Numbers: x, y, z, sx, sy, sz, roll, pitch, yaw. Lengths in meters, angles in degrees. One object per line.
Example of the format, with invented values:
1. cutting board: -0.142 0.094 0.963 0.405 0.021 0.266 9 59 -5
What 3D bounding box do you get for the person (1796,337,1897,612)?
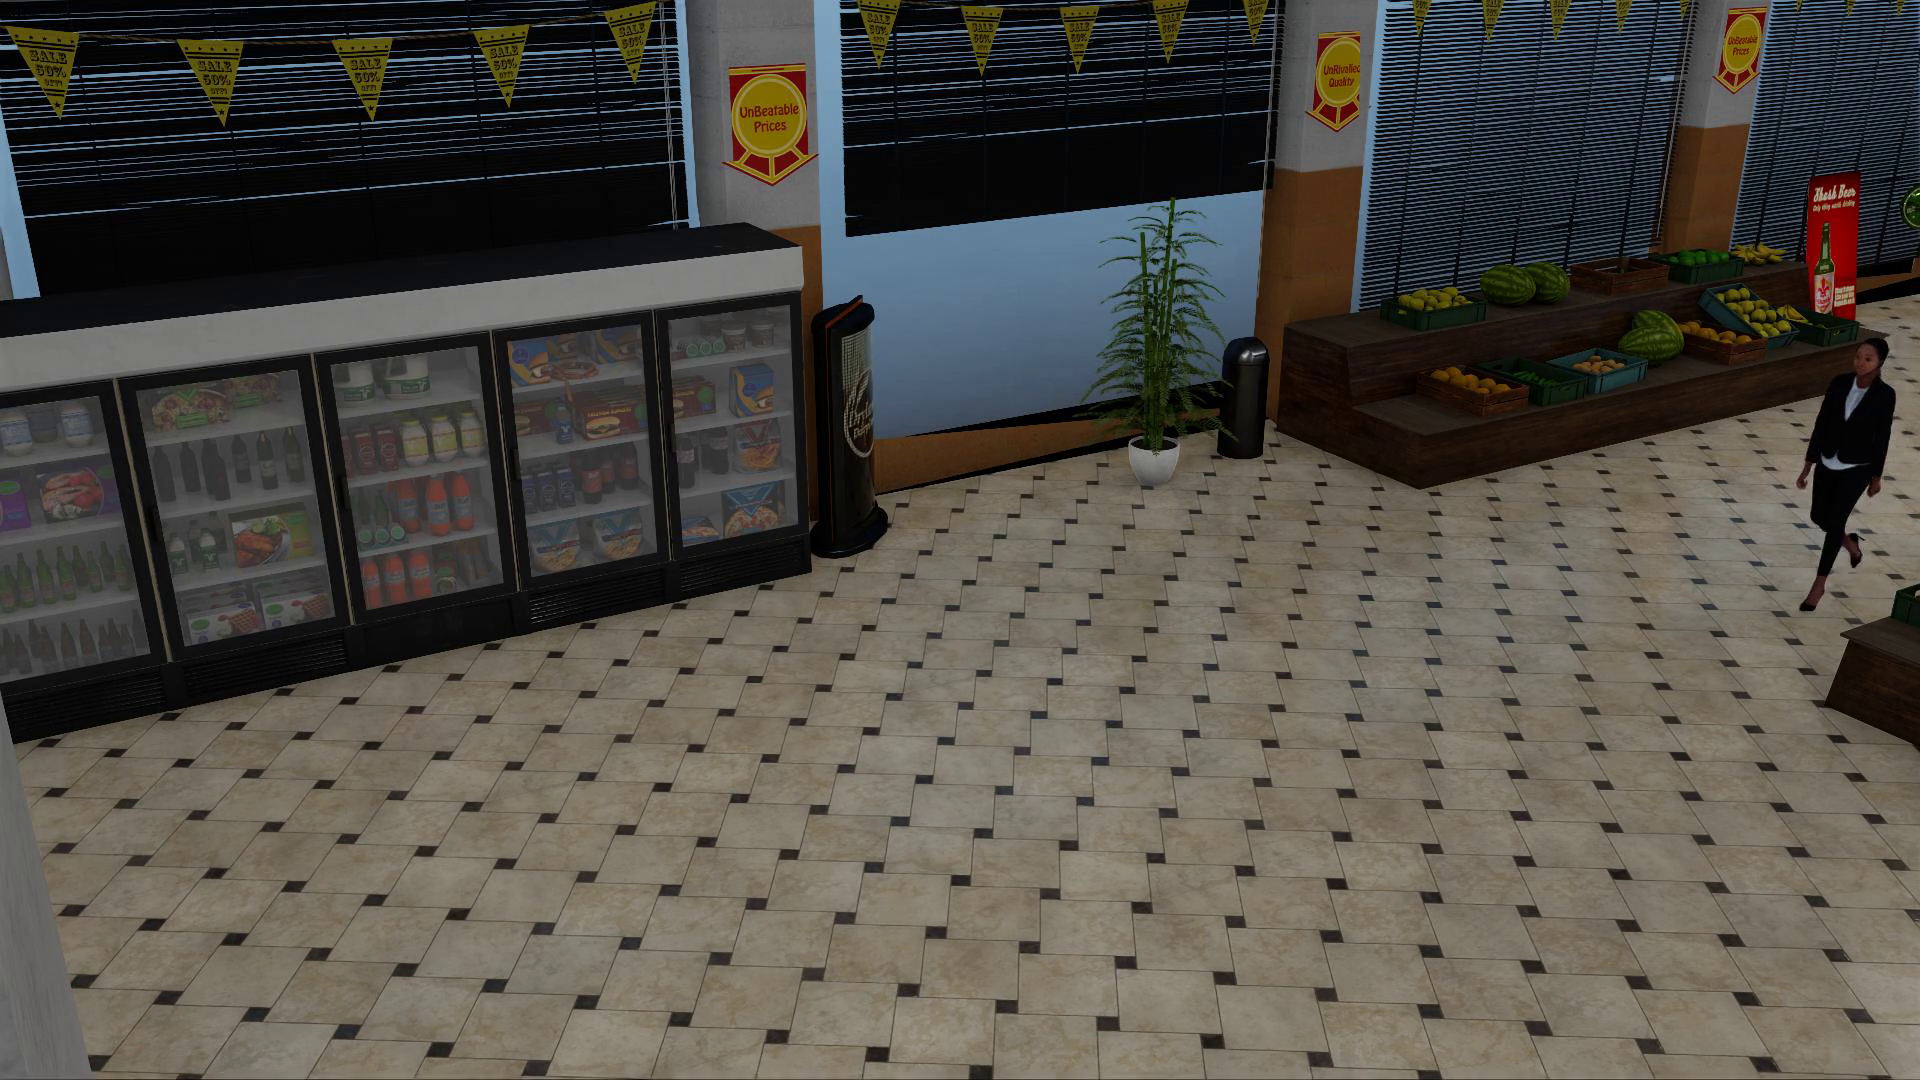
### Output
1. person: 5.799 -0.436 10.846 1.036 1.809 0.624 -15 26 -32
